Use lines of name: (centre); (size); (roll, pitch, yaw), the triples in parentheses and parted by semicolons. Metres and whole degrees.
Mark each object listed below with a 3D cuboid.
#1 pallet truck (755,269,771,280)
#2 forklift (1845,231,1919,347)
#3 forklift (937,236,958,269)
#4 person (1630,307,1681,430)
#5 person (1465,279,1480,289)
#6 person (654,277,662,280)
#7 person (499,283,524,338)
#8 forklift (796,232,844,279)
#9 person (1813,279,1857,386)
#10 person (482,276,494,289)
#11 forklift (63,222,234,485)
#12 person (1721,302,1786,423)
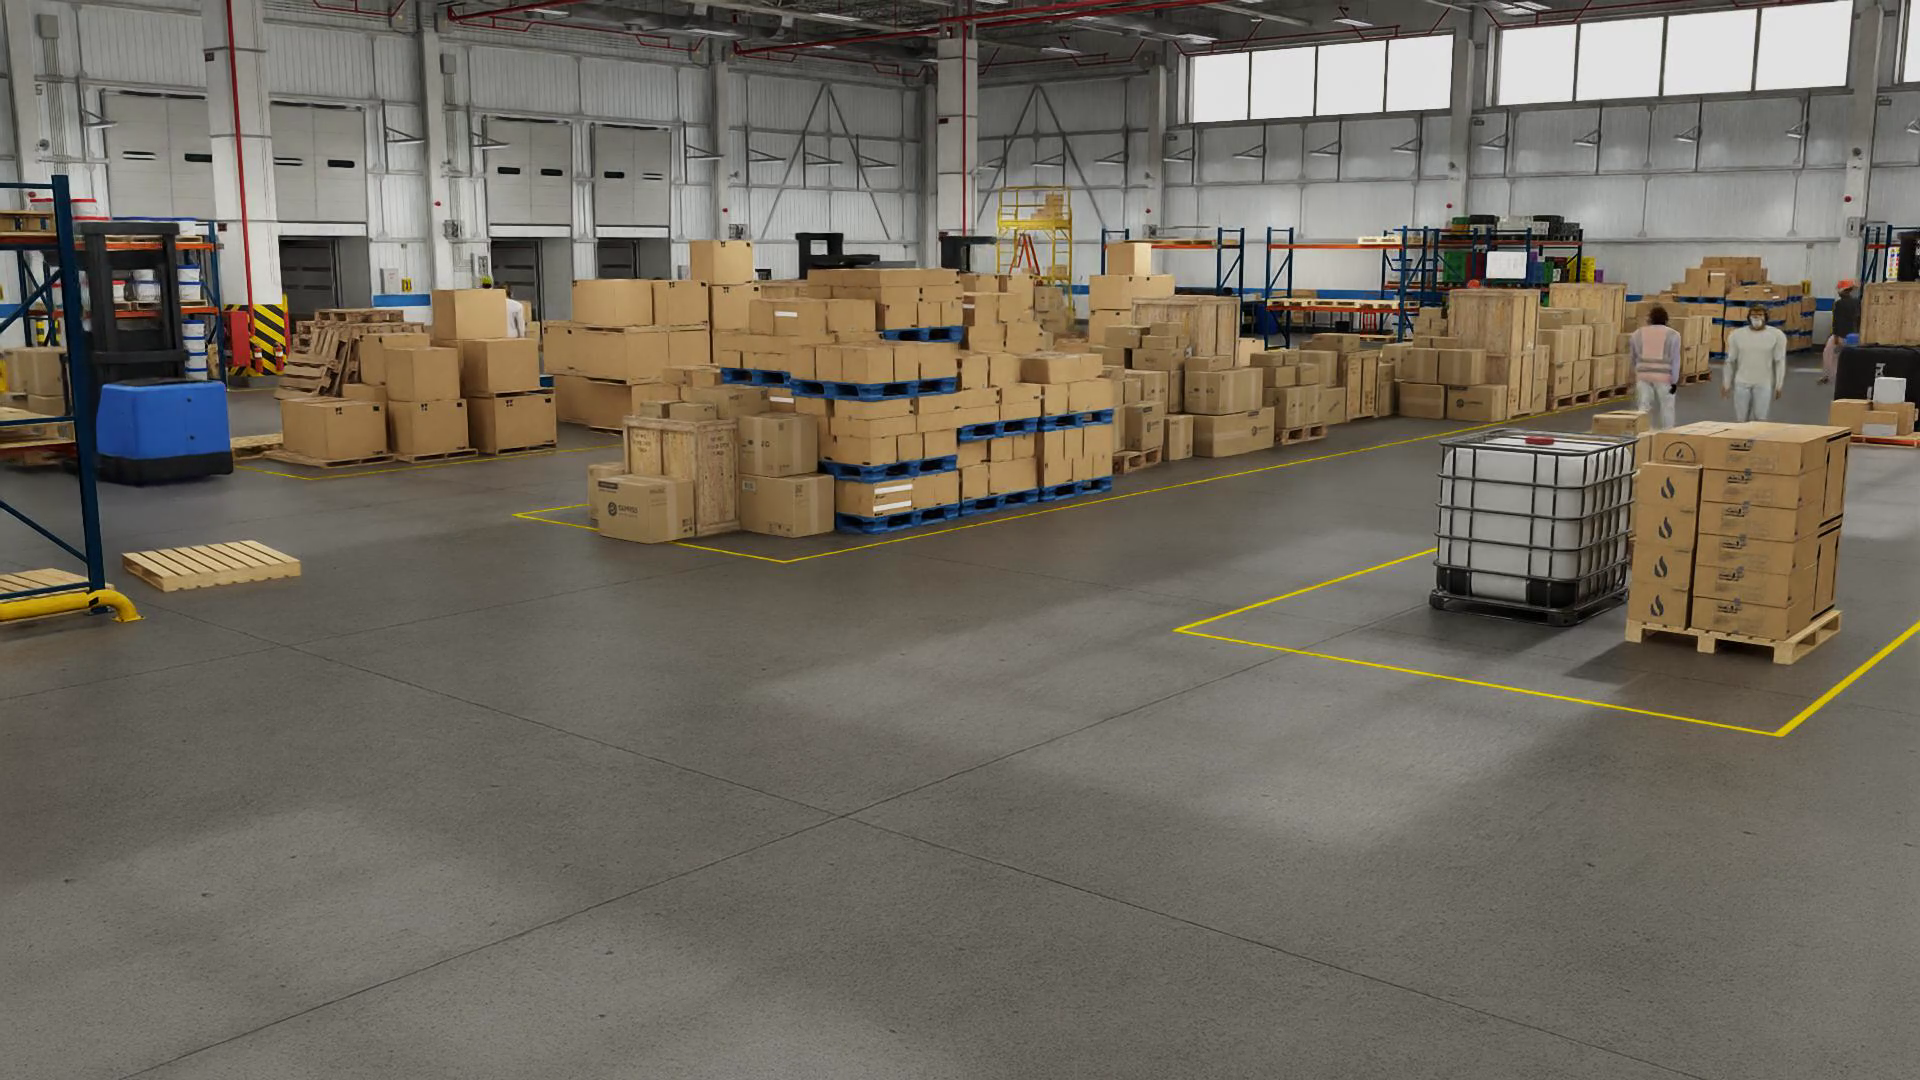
pallet truck: (-4.996, -6.432, 45.525); (1.885, 1.965, 0.823); (-6, 12, -32)
forklift: (16.148, -3.810, 28.085); (1.873, 2.768, 1.129); (-1, 10, -7)
forklift: (-0.233, -5.744, 39.097); (1.873, 2.768, 1.129); (2, 10, 12)
person: (8.721, -2.016, 20.902); (0.641, 1.811, 0.620); (8, 13, 38)
person: (10.434, -4.377, 34.087); (0.806, 1.899, 0.583); (-1, 10, -5)
person: (-6.519, -4.724, 36.018); (0.636, 1.928, 0.385); (-5, 11, -26)
person: (-7.841, -3.460, 28.779); (0.629, 1.937, 0.376); (0, 10, 2)
forklift: (-2.569, -4.256, 30.626); (1.873, 2.768, 1.129); (8, 13, 40)
person: (16.209, -3.822, 30.741); (0.641, 1.960, 0.823); (-5, 11, -26)
person: (-10.873, -5.065, 37.991); (0.677, 1.911, 0.603); (-8, 13, -39)
forklift: (-9.039, -2.102, 18.357); (1.873, 2.768, 1.129); (8, 13, 40)
person: (9.237, -1.805, 19.402); (0.661, 1.918, 0.499); (6, 12, 30)
